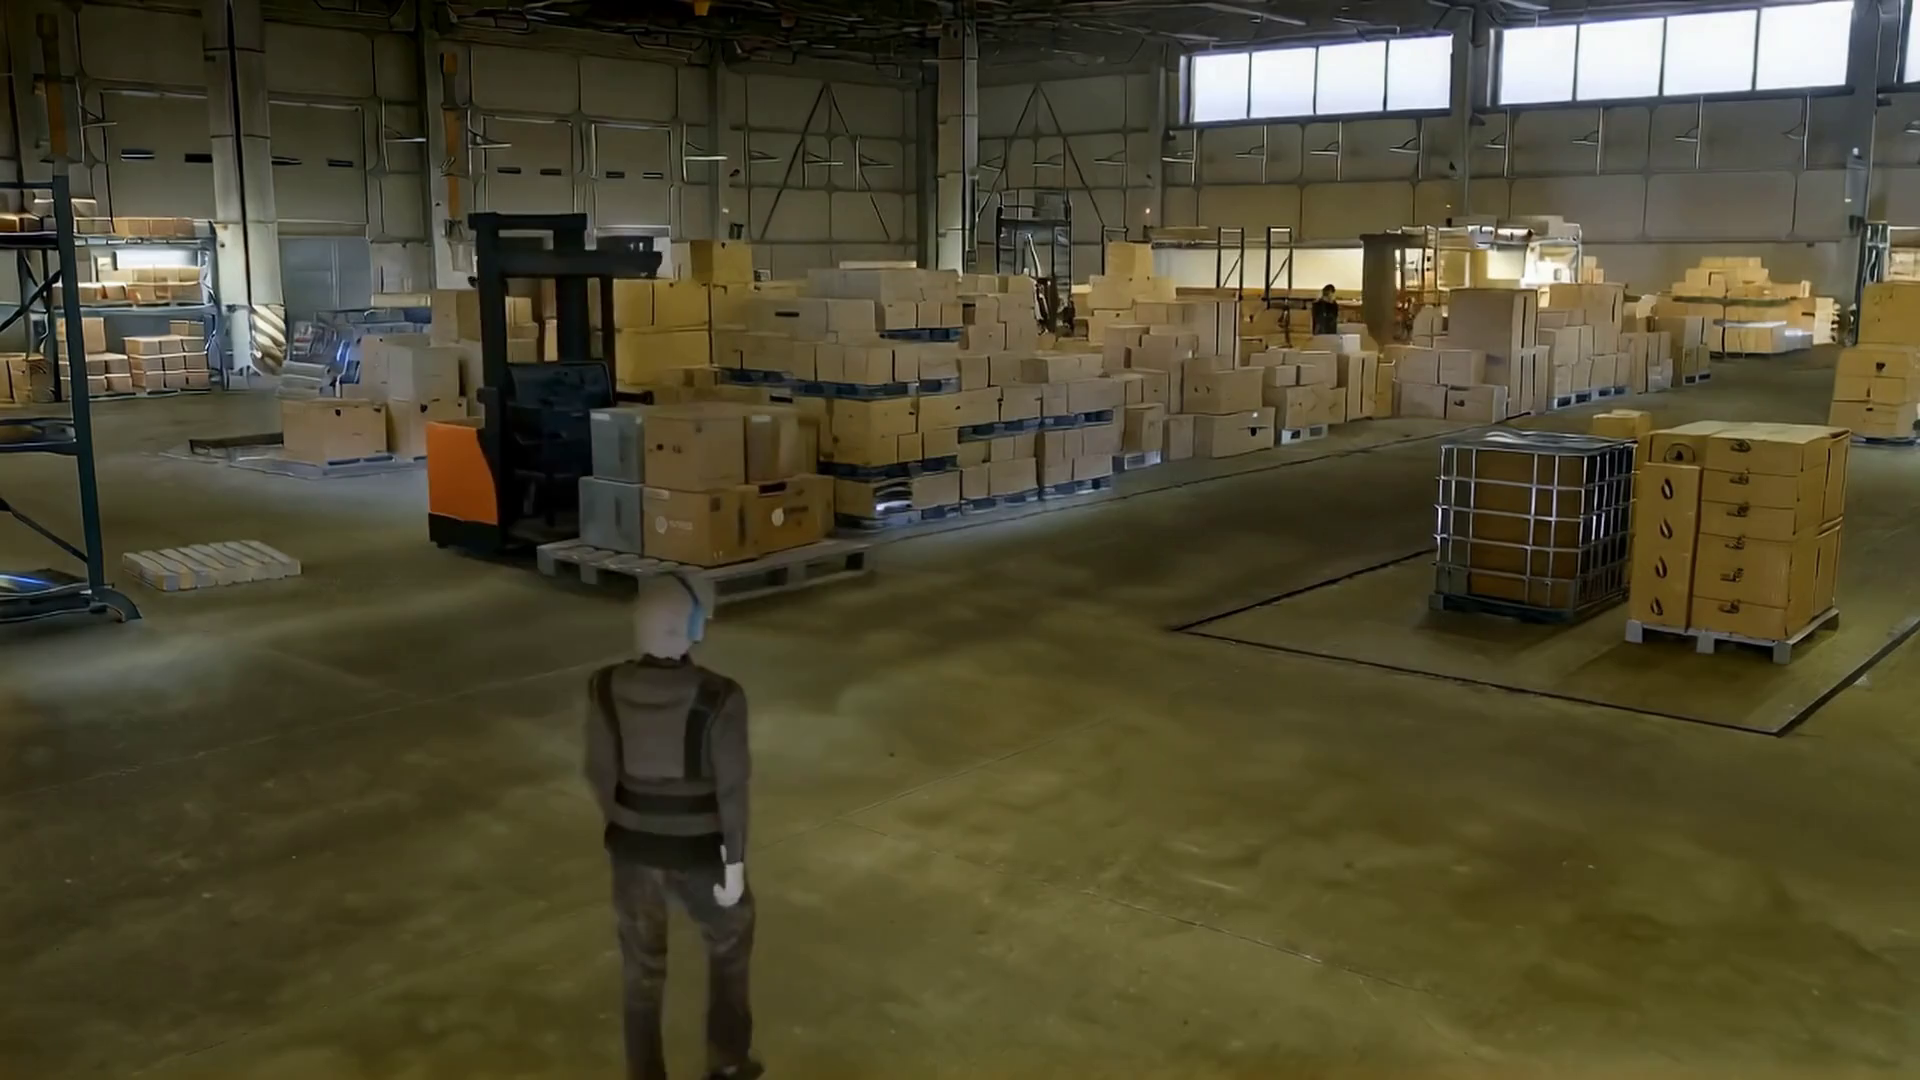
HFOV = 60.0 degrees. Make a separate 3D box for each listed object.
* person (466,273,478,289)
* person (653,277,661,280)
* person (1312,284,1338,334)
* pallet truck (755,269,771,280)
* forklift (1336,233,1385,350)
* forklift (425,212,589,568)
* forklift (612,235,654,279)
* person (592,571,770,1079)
[{"bbox_3d":[-12.328,-5.774,42.029,0.619,1.910,0.609,-8,13,-38],"label":"person"},{"bbox_3d":[-6.524,-4.725,36.013,0.636,1.931,0.377,-5,11,-26],"label":"person"},{"bbox_3d":[6.210,-3.365,28.231,0.638,1.938,0.356,-10,14,-44],"label":"person"},{"bbox_3d":[-4.996,-6.432,45.525,1.885,1.965,0.823,-6,12,-32],"label":"pallet truck"},{"bbox_3d":[8.031,-4.593,32.543,1.873,2.768,1.129,1,10,7],"label":"forklift"},{"bbox_3d":[-3.502,-1.285,13.706,1.873,2.768,1.129,8,13,40],"label":"forklift"},{"bbox_3d":[-7.300,-5.450,37.421,1.873,2.768,1.129,8,13,40],"label":"forklift"},{"bbox_3d":[-0.813,0.892,4.909,0.518,1.621,0.563,3,10,17],"label":"person"}]
